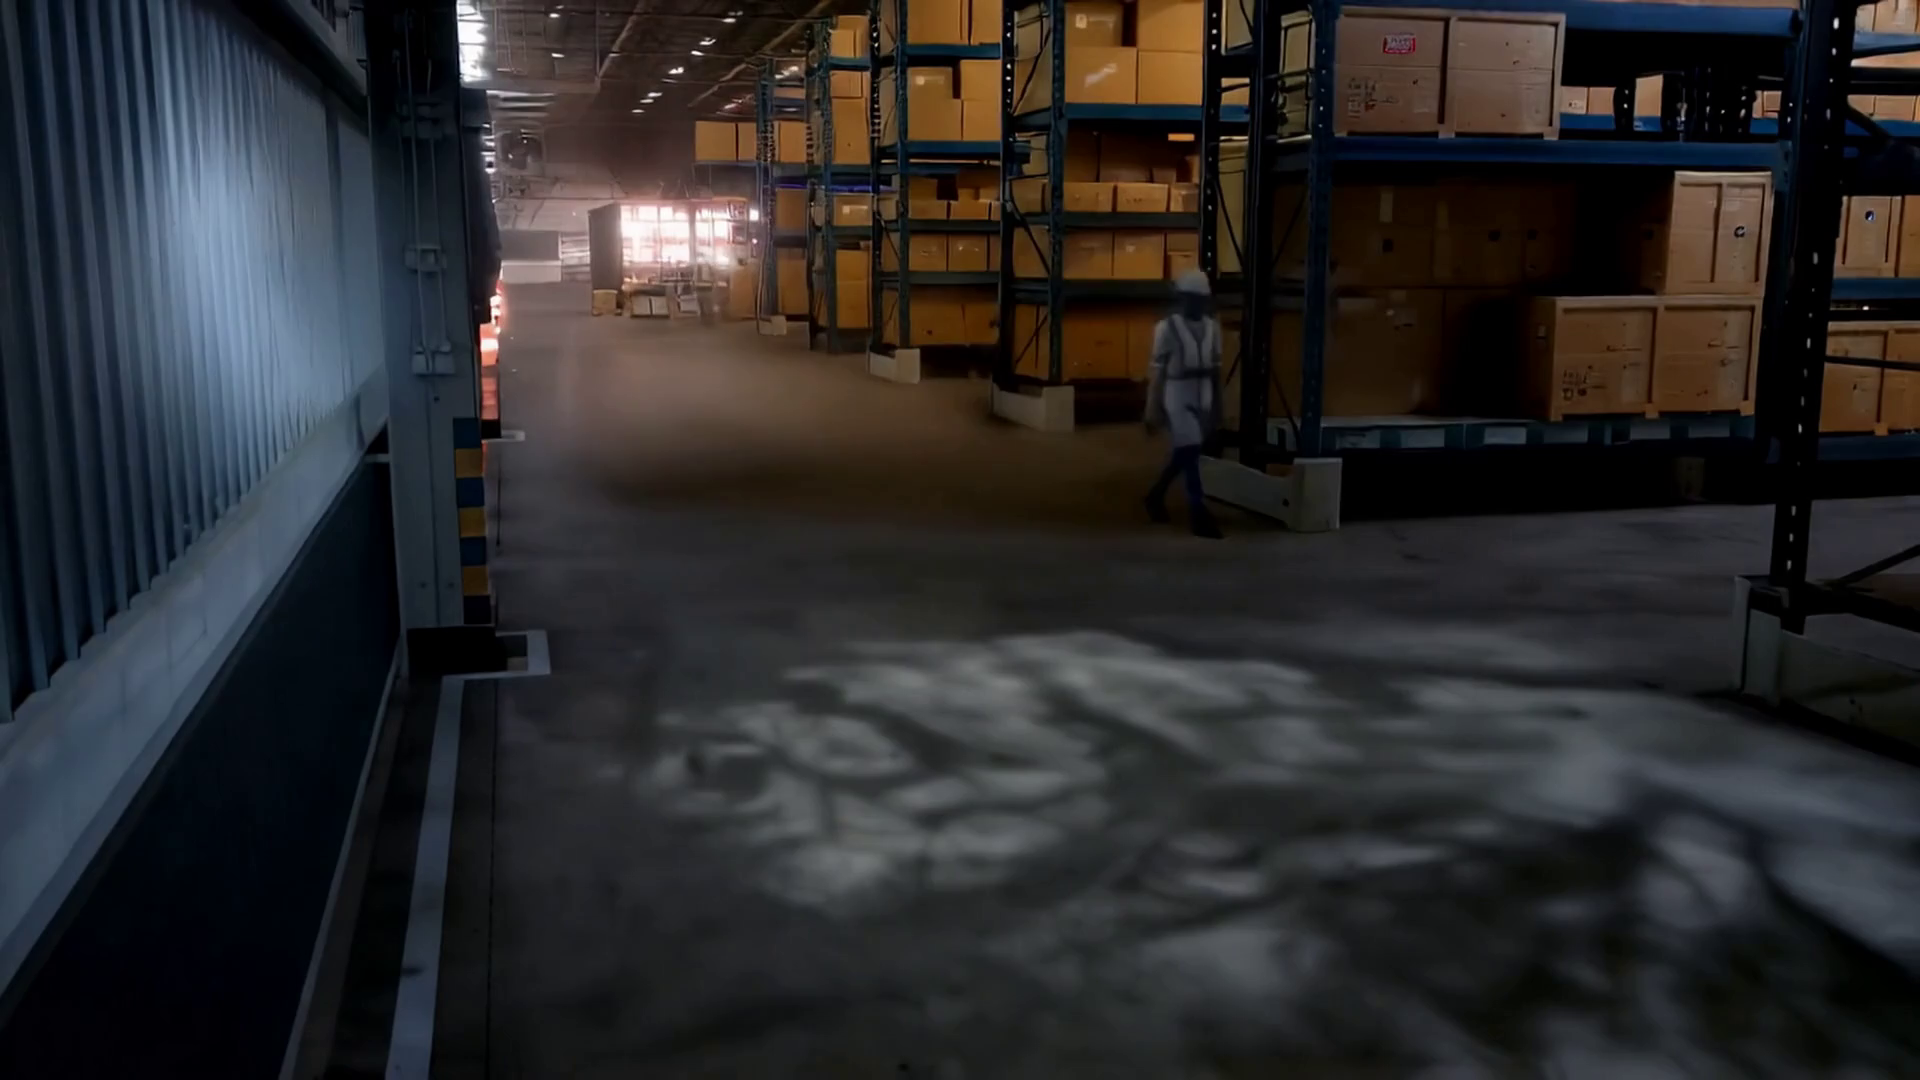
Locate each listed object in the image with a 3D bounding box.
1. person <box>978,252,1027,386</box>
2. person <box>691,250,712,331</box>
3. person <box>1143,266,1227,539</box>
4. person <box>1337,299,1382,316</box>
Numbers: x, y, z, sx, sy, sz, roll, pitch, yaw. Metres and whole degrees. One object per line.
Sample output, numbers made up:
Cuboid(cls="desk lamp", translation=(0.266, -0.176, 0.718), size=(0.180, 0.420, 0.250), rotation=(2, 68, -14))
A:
Cuboid(cls="person", translation=(0.748, -3.218, 24.287), size=(1.045, 1.944, 0.614), rotation=(-4, 11, -20))
Cuboid(cls="person", translation=(-6.211, -5.991, 39.982), size=(0.417, 1.937, 0.606), rotation=(8, 13, 38))
Cuboid(cls="person", translation=(1.599, -0.991, 11.870), size=(0.558, 1.918, 0.982), rotation=(-6, 11, -29))
Cuboid(cls="person", translation=(3.831, -1.771, 16.183), size=(0.954, 1.908, 0.640), rotation=(-3, 10, -17))
